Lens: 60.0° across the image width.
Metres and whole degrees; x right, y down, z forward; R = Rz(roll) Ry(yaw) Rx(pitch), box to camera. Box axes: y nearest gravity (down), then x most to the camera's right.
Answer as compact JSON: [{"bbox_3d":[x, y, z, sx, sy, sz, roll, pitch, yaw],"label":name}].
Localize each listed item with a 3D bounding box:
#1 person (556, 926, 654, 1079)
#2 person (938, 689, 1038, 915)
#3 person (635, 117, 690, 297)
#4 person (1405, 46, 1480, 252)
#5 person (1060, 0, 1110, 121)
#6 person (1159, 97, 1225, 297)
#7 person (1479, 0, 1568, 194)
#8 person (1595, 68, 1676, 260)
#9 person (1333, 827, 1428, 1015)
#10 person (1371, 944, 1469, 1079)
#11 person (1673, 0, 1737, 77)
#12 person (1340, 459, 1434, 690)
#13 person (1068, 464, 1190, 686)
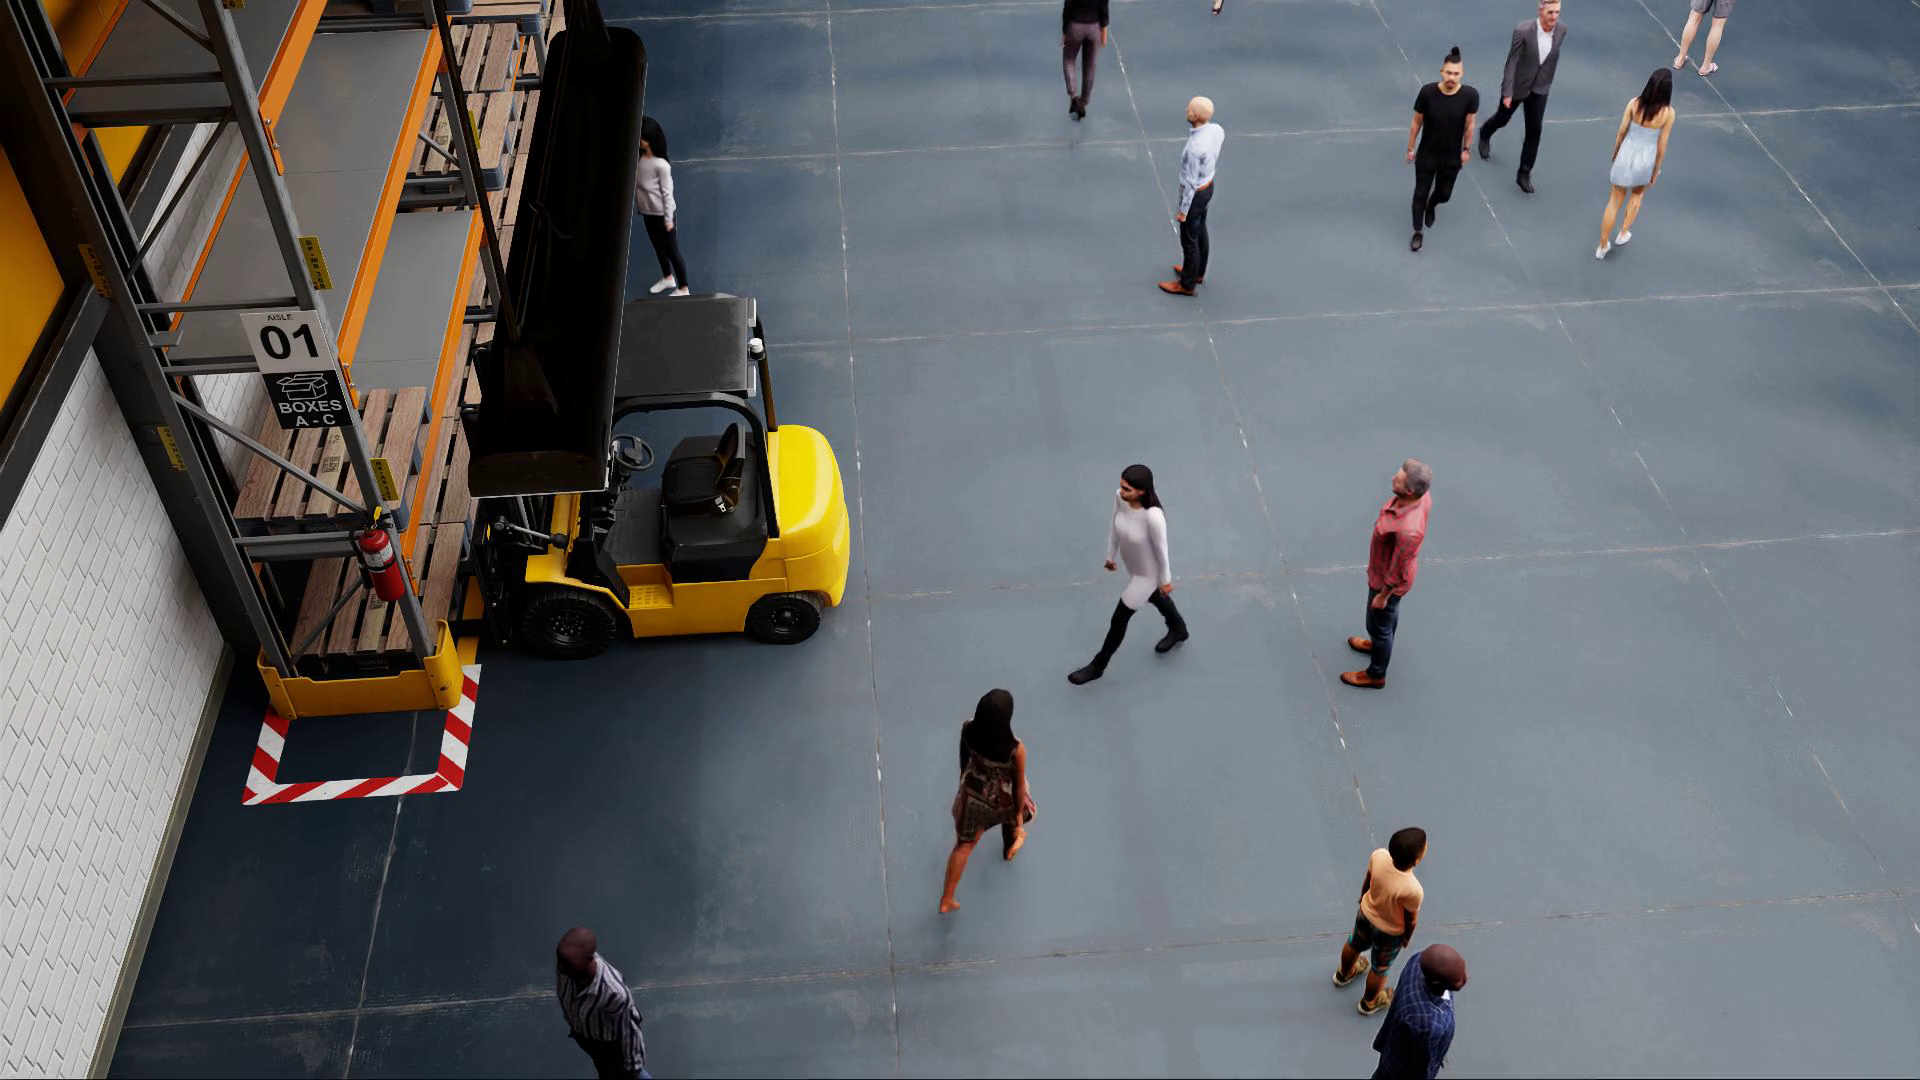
[{"bbox_3d":[-1.757,2.450,8.252,0.707,1.794,0.753,26,49,25],"label":"person"},{"bbox_3d":[0.124,1.490,9.388,1.015,1.617,1.173,21,48,21],"label":"person"},{"bbox_3d":[-2.478,-2.724,13.752,0.677,1.700,0.748,33,53,30],"label":"person"},{"bbox_3d":[4.140,-3.413,14.359,0.847,1.860,0.917,10,45,11],"label":"person"},{"bbox_3d":[1.185,-4.775,15.930,0.632,1.665,0.642,0,44,0],"label":"person"},{"bbox_3d":[1.962,-2.851,13.820,0.791,1.789,0.690,20,47,20],"label":"person"},{"bbox_3d":[5.119,-4.165,15.188,0.751,1.804,1.207,-6,44,-6],"label":"person"},{"bbox_3d":[5.737,-3.170,14.213,0.759,1.709,0.835,19,47,19],"label":"person"},{"bbox_3d":[2.272,2.026,8.940,0.654,1.459,0.565,-27,50,-26],"label":"person"},{"bbox_3d":[2.207,2.523,8.158,0.781,1.819,0.624,7,44,7],"label":"person"},{"bbox_3d":[7.599,-5.569,16.643,0.736,1.831,0.778,27,50,25],"label":"person"},{"bbox_3d":[2.754,0.204,10.583,0.821,1.831,0.655,14,45,14],"label":"person"},{"bbox_3d":[1.242,0.185,10.668,0.985,1.742,1.191,-21,48,-21],"label":"person"}]
